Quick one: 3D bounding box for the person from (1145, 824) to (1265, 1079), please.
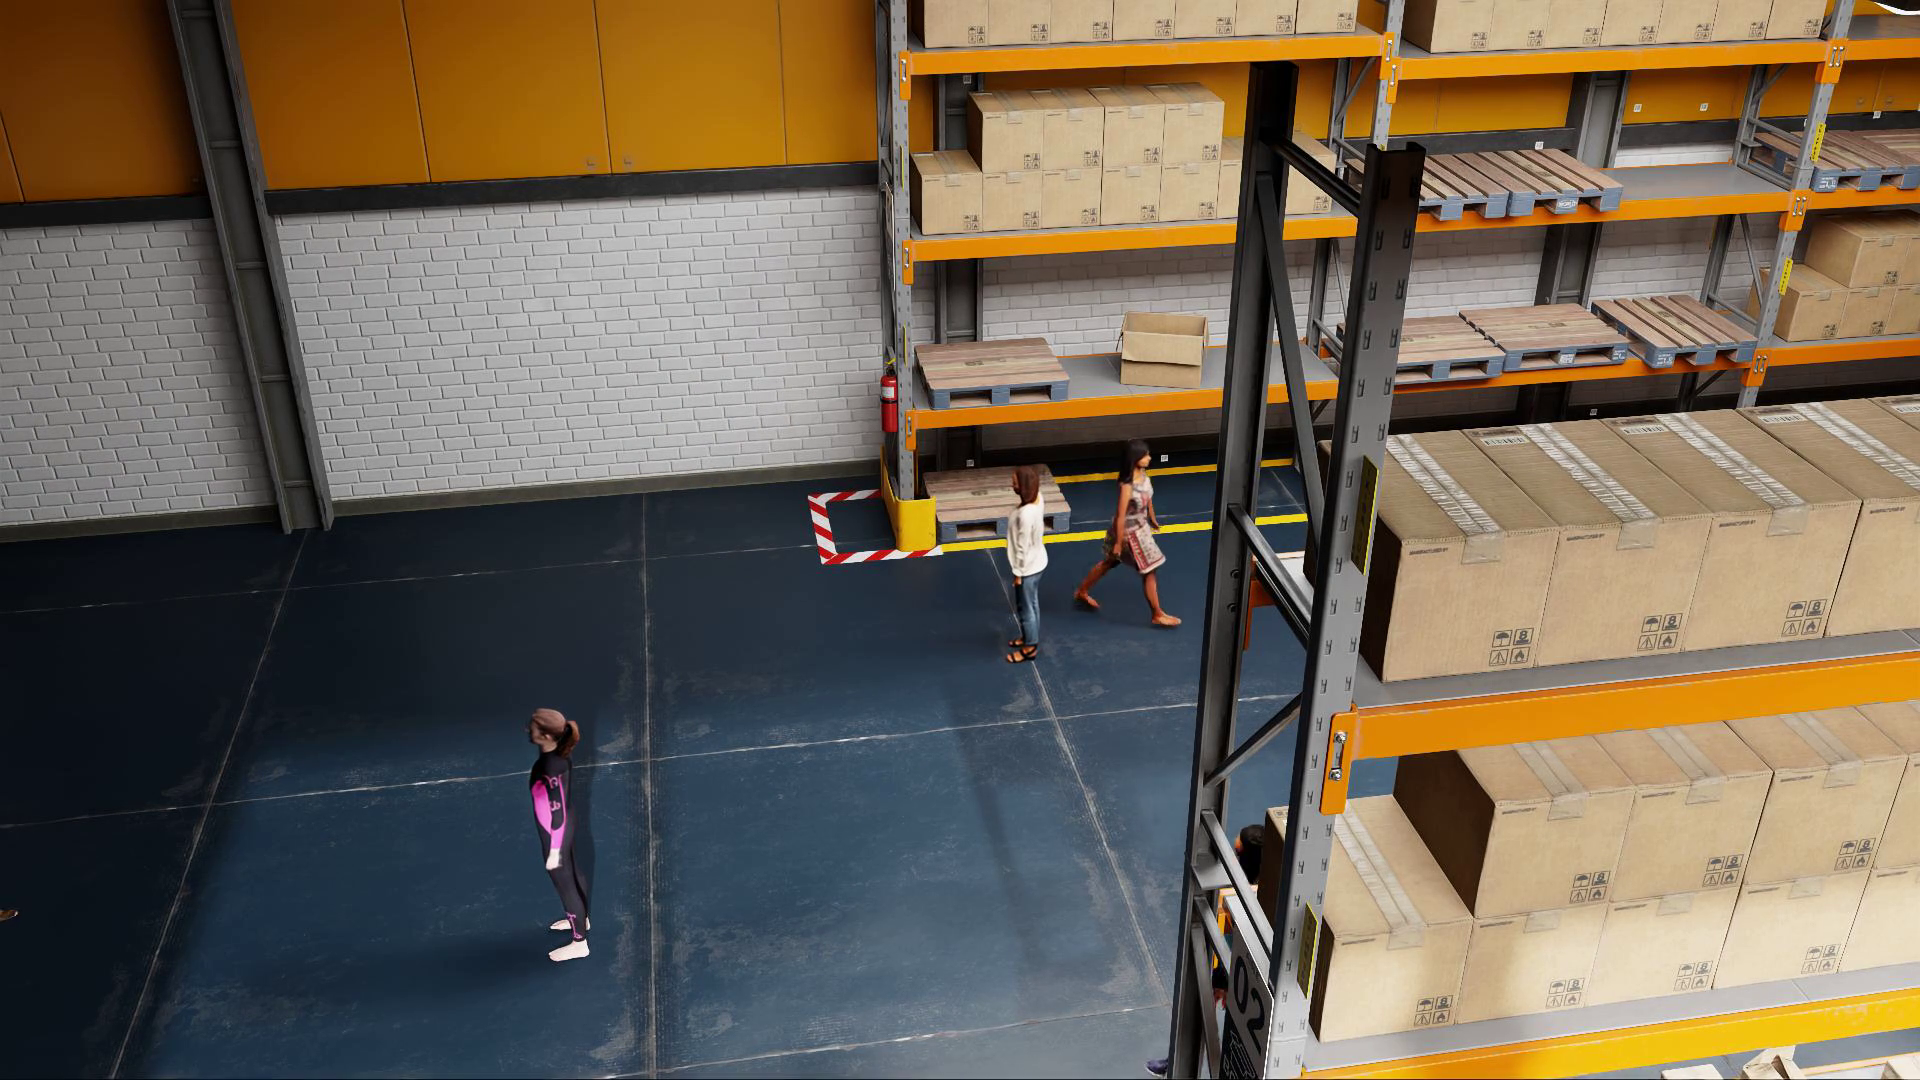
[{"bbox_3d":[1.613,2.276,8.887,1.183,1.730,0.729,-1,29,-2],"label":"person"}]

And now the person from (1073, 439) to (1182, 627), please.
[{"bbox_3d":[1.271,-0.066,13.312,1.224,1.603,0.953,8,30,14],"label":"person"}]

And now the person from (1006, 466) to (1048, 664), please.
[{"bbox_3d":[0.533,0.175,12.795,0.670,1.677,0.687,6,29,11],"label":"person"}]

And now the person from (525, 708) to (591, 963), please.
[{"bbox_3d":[-2.382,1.724,9.874,0.588,1.754,0.563,-3,29,-5],"label":"person"}]
